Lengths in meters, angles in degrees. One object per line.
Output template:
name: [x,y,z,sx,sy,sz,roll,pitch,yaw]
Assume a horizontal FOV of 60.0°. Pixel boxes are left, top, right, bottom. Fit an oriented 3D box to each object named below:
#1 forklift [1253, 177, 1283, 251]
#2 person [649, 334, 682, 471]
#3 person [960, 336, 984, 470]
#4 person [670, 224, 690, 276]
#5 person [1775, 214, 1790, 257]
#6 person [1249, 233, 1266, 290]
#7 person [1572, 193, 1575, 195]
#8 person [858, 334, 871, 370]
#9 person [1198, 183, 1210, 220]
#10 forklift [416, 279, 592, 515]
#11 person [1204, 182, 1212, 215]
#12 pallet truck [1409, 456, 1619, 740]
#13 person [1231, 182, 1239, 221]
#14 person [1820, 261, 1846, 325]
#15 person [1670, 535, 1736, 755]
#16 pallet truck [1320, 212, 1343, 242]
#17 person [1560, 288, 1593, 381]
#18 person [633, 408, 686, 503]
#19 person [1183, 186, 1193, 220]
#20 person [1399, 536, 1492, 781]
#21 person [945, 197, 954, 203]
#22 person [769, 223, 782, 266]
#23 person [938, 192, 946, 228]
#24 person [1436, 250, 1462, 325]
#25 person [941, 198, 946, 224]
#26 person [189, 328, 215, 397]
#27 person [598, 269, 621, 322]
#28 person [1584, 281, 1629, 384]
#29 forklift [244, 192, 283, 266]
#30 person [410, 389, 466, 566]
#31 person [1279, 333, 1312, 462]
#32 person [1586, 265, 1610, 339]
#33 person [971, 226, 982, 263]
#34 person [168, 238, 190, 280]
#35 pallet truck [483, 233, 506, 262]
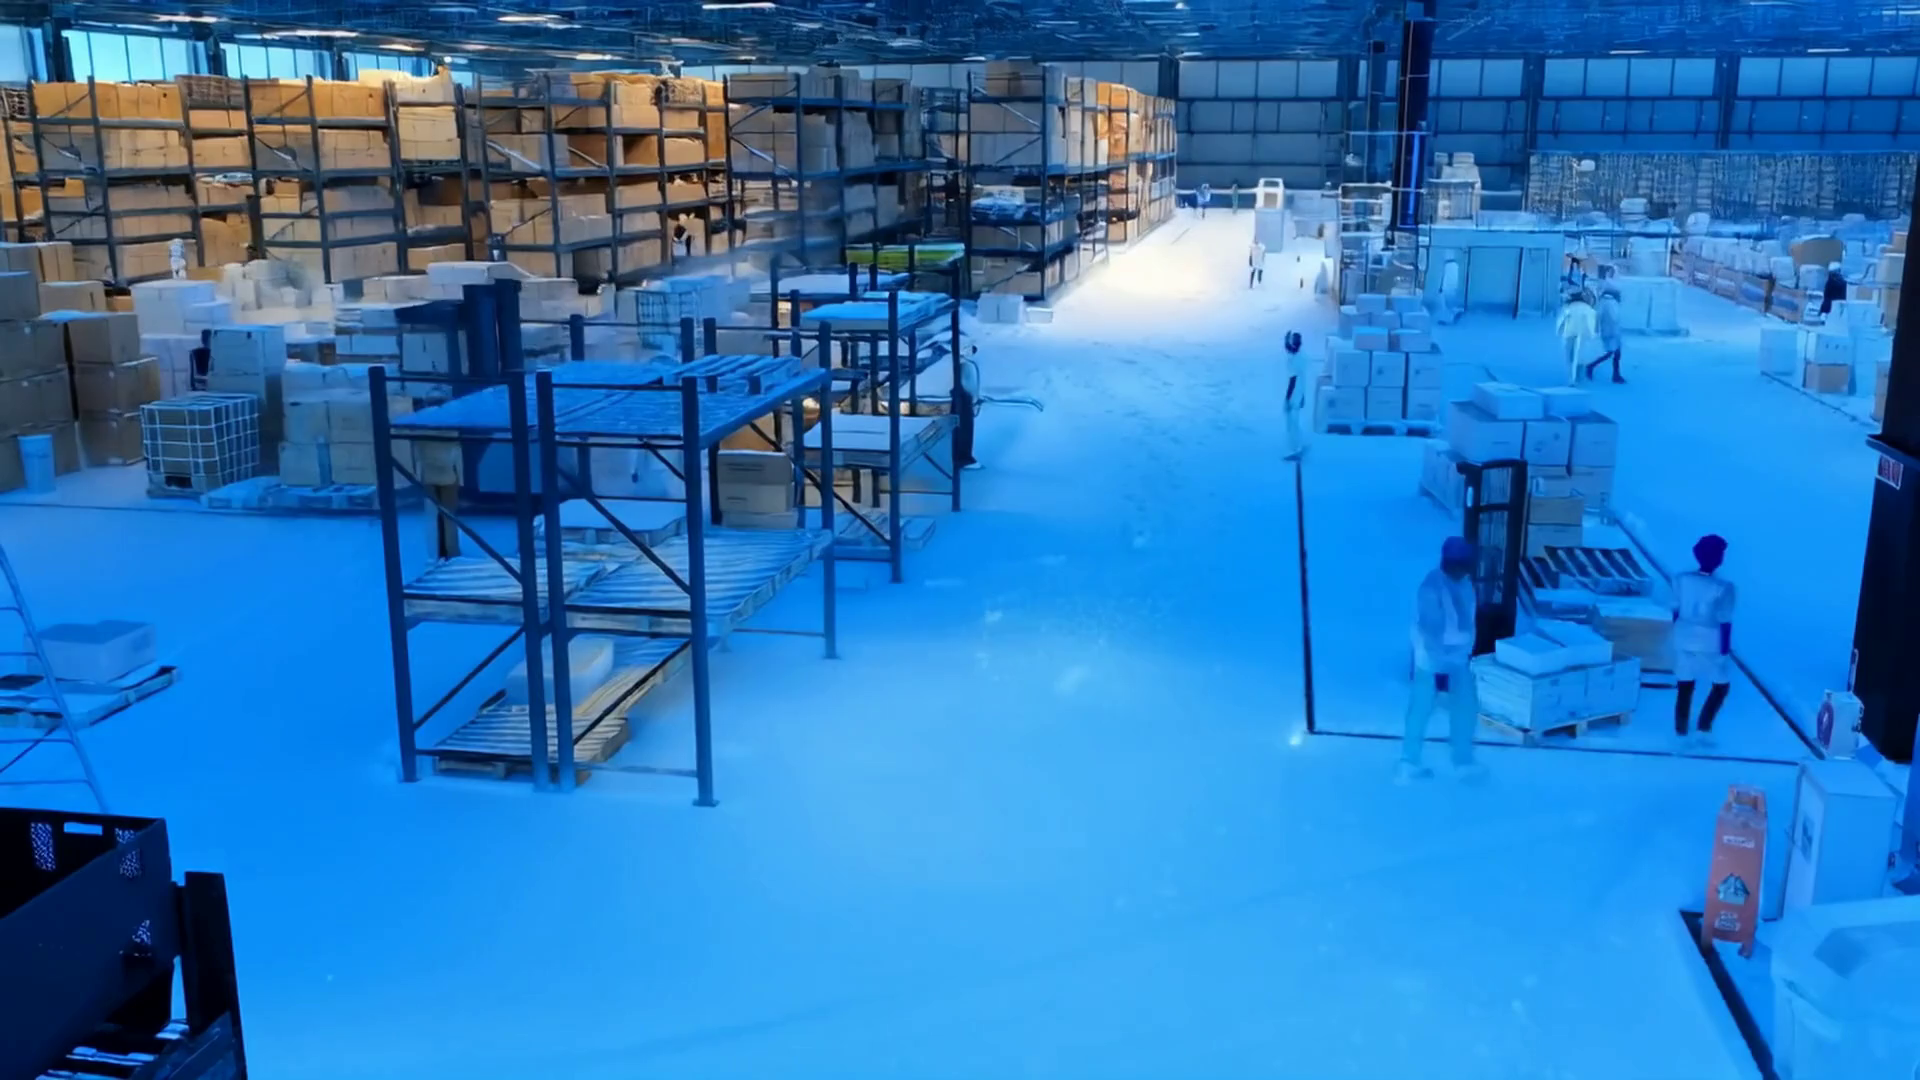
forklift: [12.083,-12.747,64.956,1.129,2.768,1.873,3,14,10]
person: [-4.053,-1.871,22.882,0.660,1.892,0.471,13,19,42]
person: [0.099,-1.898,23.039,0.343,1.847,0.506,-7,16,-27]
person: [-8.353,-8.465,49.571,0.622,1.900,0.534,3,14,11]
person: [28.680,-10.472,58.042,0.367,1.750,0.542,-4,14,-16]
person: [8.763,-8.197,48.969,0.552,1.664,0.739,-4,14,-17]
person: [33.315,-18.387,89.983,0.574,1.843,0.375,-9,16,-31]
person: [-1.901,-4.304,32.557,0.607,1.966,0.373,6,15,24]
person: [12.876,-17.843,87.660,0.585,1.895,0.746,-1,14,-3]
forklift: [-5.639,-1.776,20.413,1.873,2.768,1.129,3,14,10]
person: [13.703,-18.942,92.278,0.463,1.825,0.660,-5,15,-18]
pallet truck: [4.504,0.400,13.395,0.823,1.965,1.885,-6,15,-23]
person: [14.298,-17.587,86.426,0.379,1.996,0.608,1,14,5]
person: [17.906,-4.721,34.195,0.381,1.995,0.611,-1,14,-4]
person: [5.538,0.791,12.446,0.402,1.677,0.541,-9,16,-32]
pallet truck: [15.874,-13.227,70.310,0.680,1.201,1.601,10,17,35]
person: [11.523,-3.836,31.143,0.557,1.734,0.710,8,16,28]
person: [-3.260,-0.771,18.348,0.633,1.915,0.908,-8,16,-30]
person: [11.997,-17.771,87.649,0.523,1.769,0.316,3,14,13]
person: [3.518,0.877,11.846,0.746,1.817,0.649,13,19,43]
person: [-0.453,-15.002,76.061,0.360,1.937,0.635,-9,16,-31]
person: [-6.195,-9.937,56.175,0.502,1.604,0.700,0,14,1]
person: [-0.746,-14.689,74.809,0.437,1.922,0.590,-5,15,-19]
person: [11.781,-6.026,39.852,0.592,1.818,0.658,-13,19,-43]
person: [-0.681,-16.371,82.234,0.541,1.628,0.362,4,14,15]
person: [-10.727,-2.116,23.873,0.586,1.869,0.400,5,15,21]
person: [-7.245,-4.654,34.230,0.493,1.857,0.522,8,16,31]
person: [12.018,-3.834,30.764,0.711,1.912,0.575,10,17,36]
forklift: [-20.505,-8.890,49.296,1.129,2.768,1.873,-2,14,-8]
person: [-5.581,-0.665,17.864,0.594,1.925,0.372,4,14,14]
person: [4.694,-1.999,23.440,0.395,1.847,0.544,7,15,26]
person: [14.514,-5.346,37.376,0.586,1.677,0.550,6,15,24]
person: [0.522,-10.250,56.962,0.429,1.840,0.629,10,17,36]
person: [-22.349,-7.834,47.632,0.524,1.618,0.644,-5,15,-20]
pallet truck: [-11.832,-7.026,43.548,1.885,1.965,0.823,8,16,28]
